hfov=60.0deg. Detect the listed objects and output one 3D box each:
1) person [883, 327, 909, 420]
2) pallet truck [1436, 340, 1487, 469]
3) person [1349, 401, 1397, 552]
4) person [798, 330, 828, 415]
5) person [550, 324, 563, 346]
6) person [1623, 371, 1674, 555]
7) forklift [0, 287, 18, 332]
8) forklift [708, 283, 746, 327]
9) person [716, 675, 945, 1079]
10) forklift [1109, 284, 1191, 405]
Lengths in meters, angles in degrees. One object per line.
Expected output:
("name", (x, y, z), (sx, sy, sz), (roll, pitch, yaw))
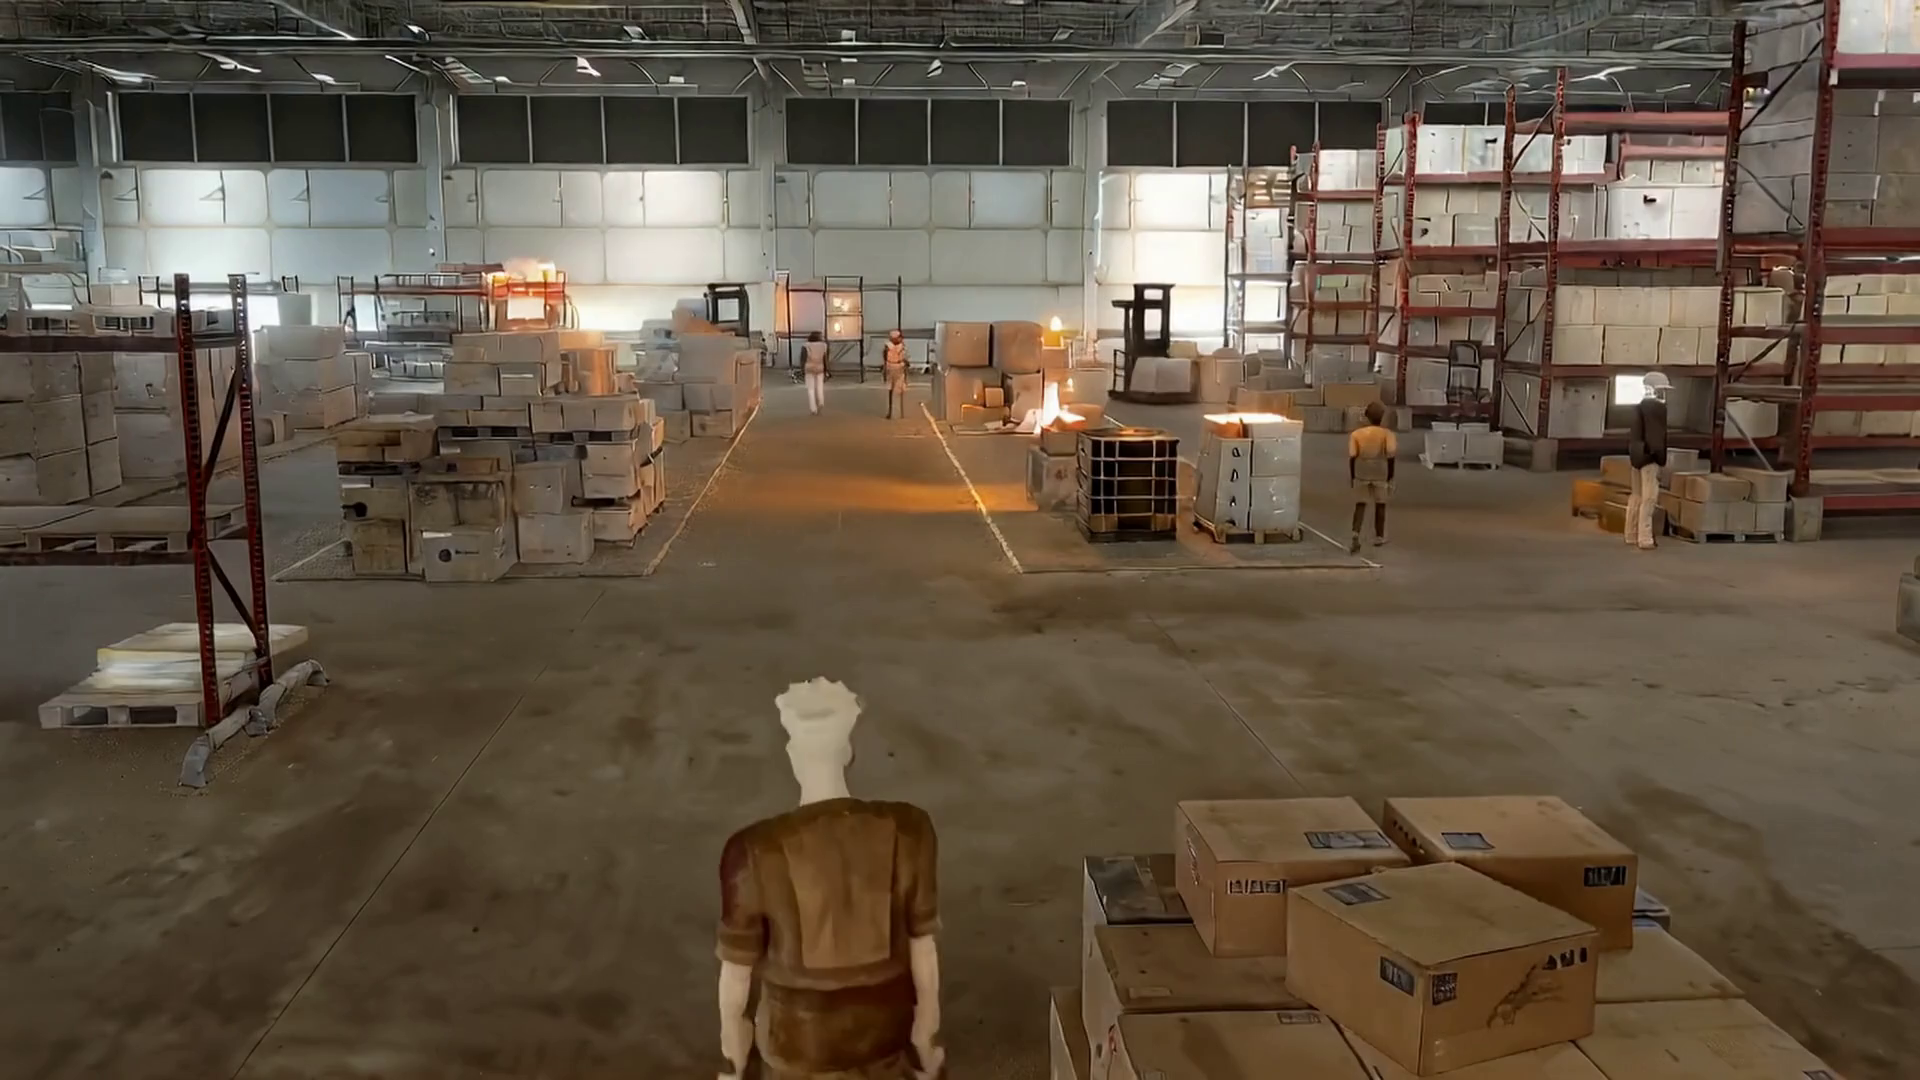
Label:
("person", (-1.358, -3.484, 34.860), (0.551, 1.934, 0.373), (2, 9, 13))
("pallet truck", (8.004, -2.170, 26.422), (0.823, 1.965, 1.885), (2, 9, 14))
("person", (4.505, -0.697, 18.268), (0.541, 1.654, 0.890), (4, 10, 25))
("person", (-3.221, -3.636, 36.133), (0.662, 1.829, 0.573), (-4, 10, -25))
("person", (-9.434, -4.037, 38.460), (0.660, 1.908, 0.741), (5, 10, 28))
("person", (7.510, -0.845, 18.104), (0.397, 1.992, 0.621), (-1, 9, -7))
("forklift", (-16.254, -2.887, 28.159), (1.873, 2.768, 1.129), (-1, 9, -4))
("forklift", (-5.836, -5.083, 41.948), (1.129, 2.768, 1.873), (-1, 9, -4))
("person", (-0.362, 1.331, 4.560), (0.622, 1.949, 0.426), (-3, 10, -18))
("forklift", (4.525, -4.645, 39.195), (1.129, 2.768, 1.873), (-5, 10, -28))
